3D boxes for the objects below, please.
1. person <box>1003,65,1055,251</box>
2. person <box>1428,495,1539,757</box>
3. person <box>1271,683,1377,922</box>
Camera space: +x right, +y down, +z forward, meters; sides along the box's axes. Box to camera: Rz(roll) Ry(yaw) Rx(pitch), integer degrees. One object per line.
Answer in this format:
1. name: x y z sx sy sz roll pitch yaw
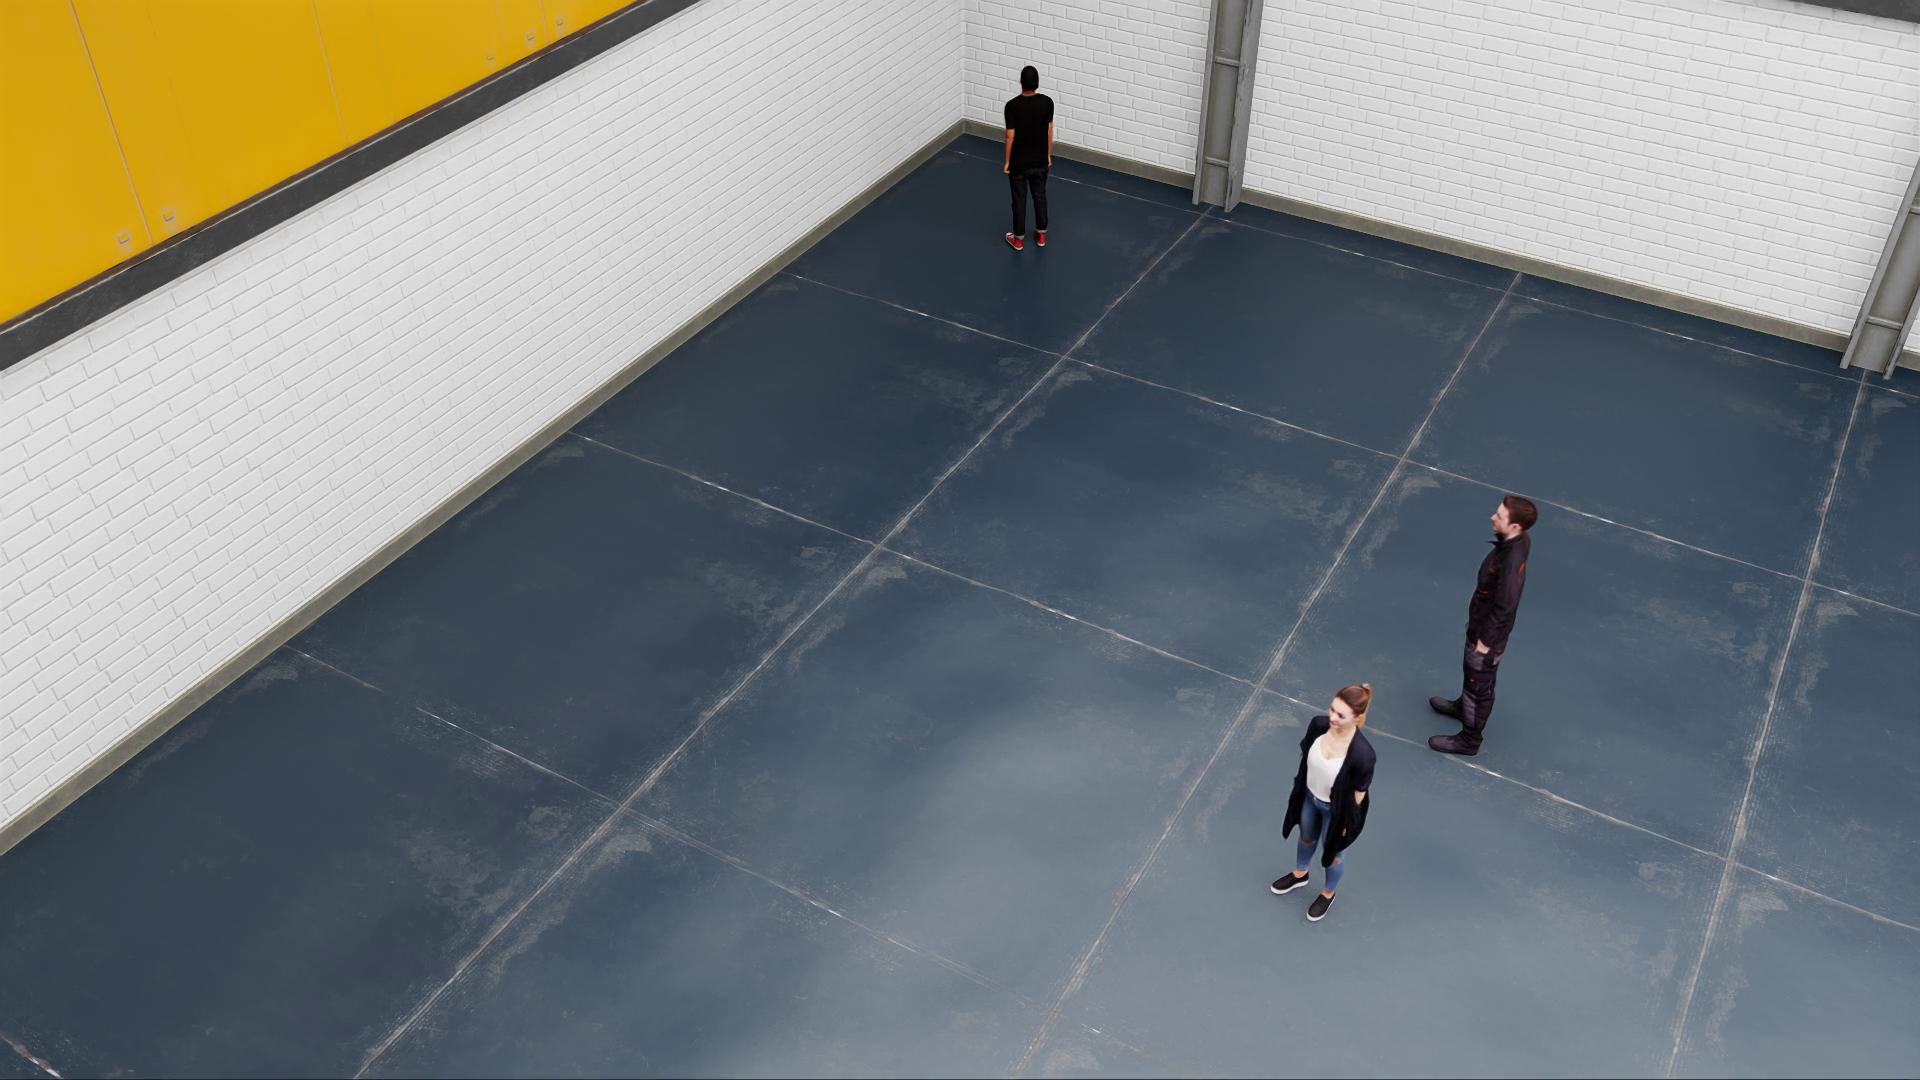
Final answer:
1. person: 0.630 -3.520 15.329 0.708 1.758 0.766 -10 40 -12
2. person: 3.226 0.505 10.164 0.677 1.914 0.740 10 40 13
3. person: 2.050 1.432 9.189 0.769 1.682 0.638 -25 45 -28
